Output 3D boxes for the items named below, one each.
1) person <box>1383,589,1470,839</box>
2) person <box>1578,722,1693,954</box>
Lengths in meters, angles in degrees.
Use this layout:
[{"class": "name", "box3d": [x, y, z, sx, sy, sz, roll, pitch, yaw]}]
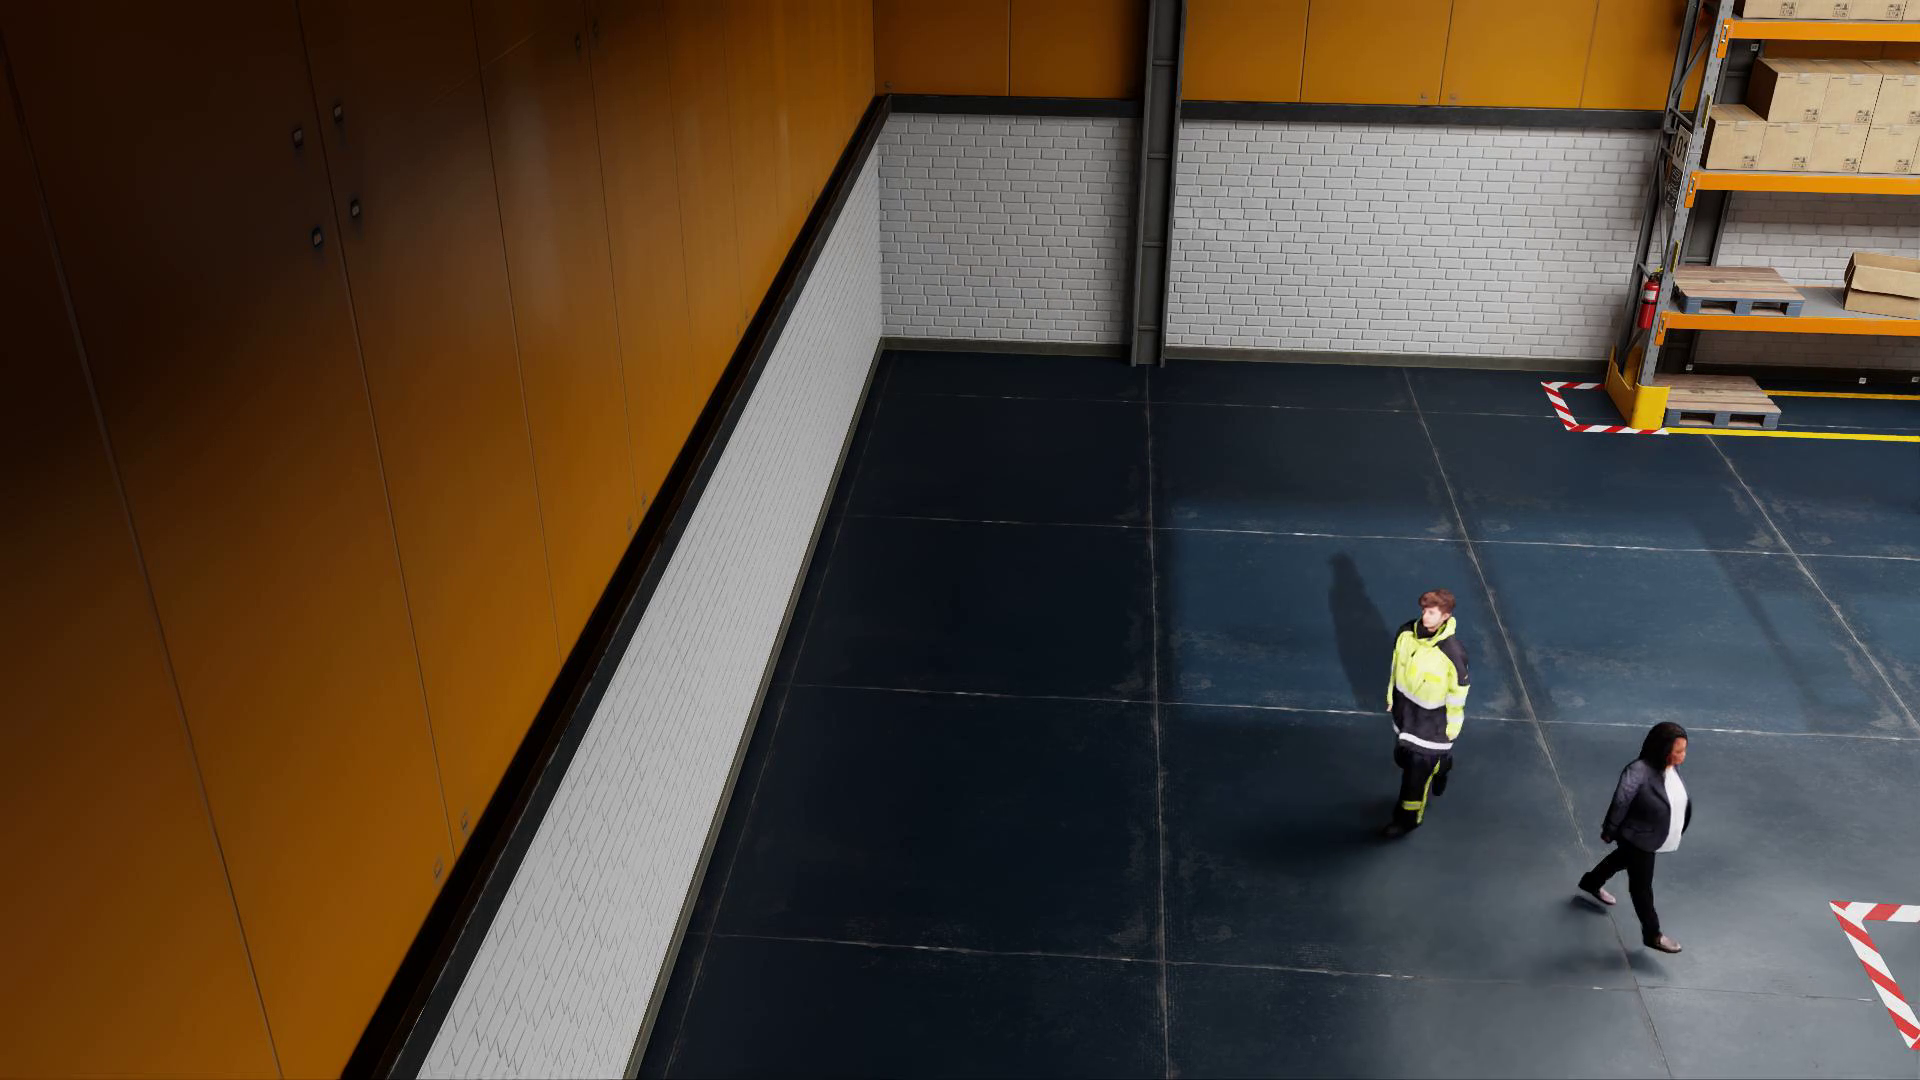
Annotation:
[{"class": "person", "box3d": [3.323, 1.165, 11.659, 1.203, 1.961, 1.115, -19, 34, -31]}, {"class": "person", "box3d": [4.383, 1.846, 10.837, 1.097, 1.552, 1.151, -21, 35, -34]}]
